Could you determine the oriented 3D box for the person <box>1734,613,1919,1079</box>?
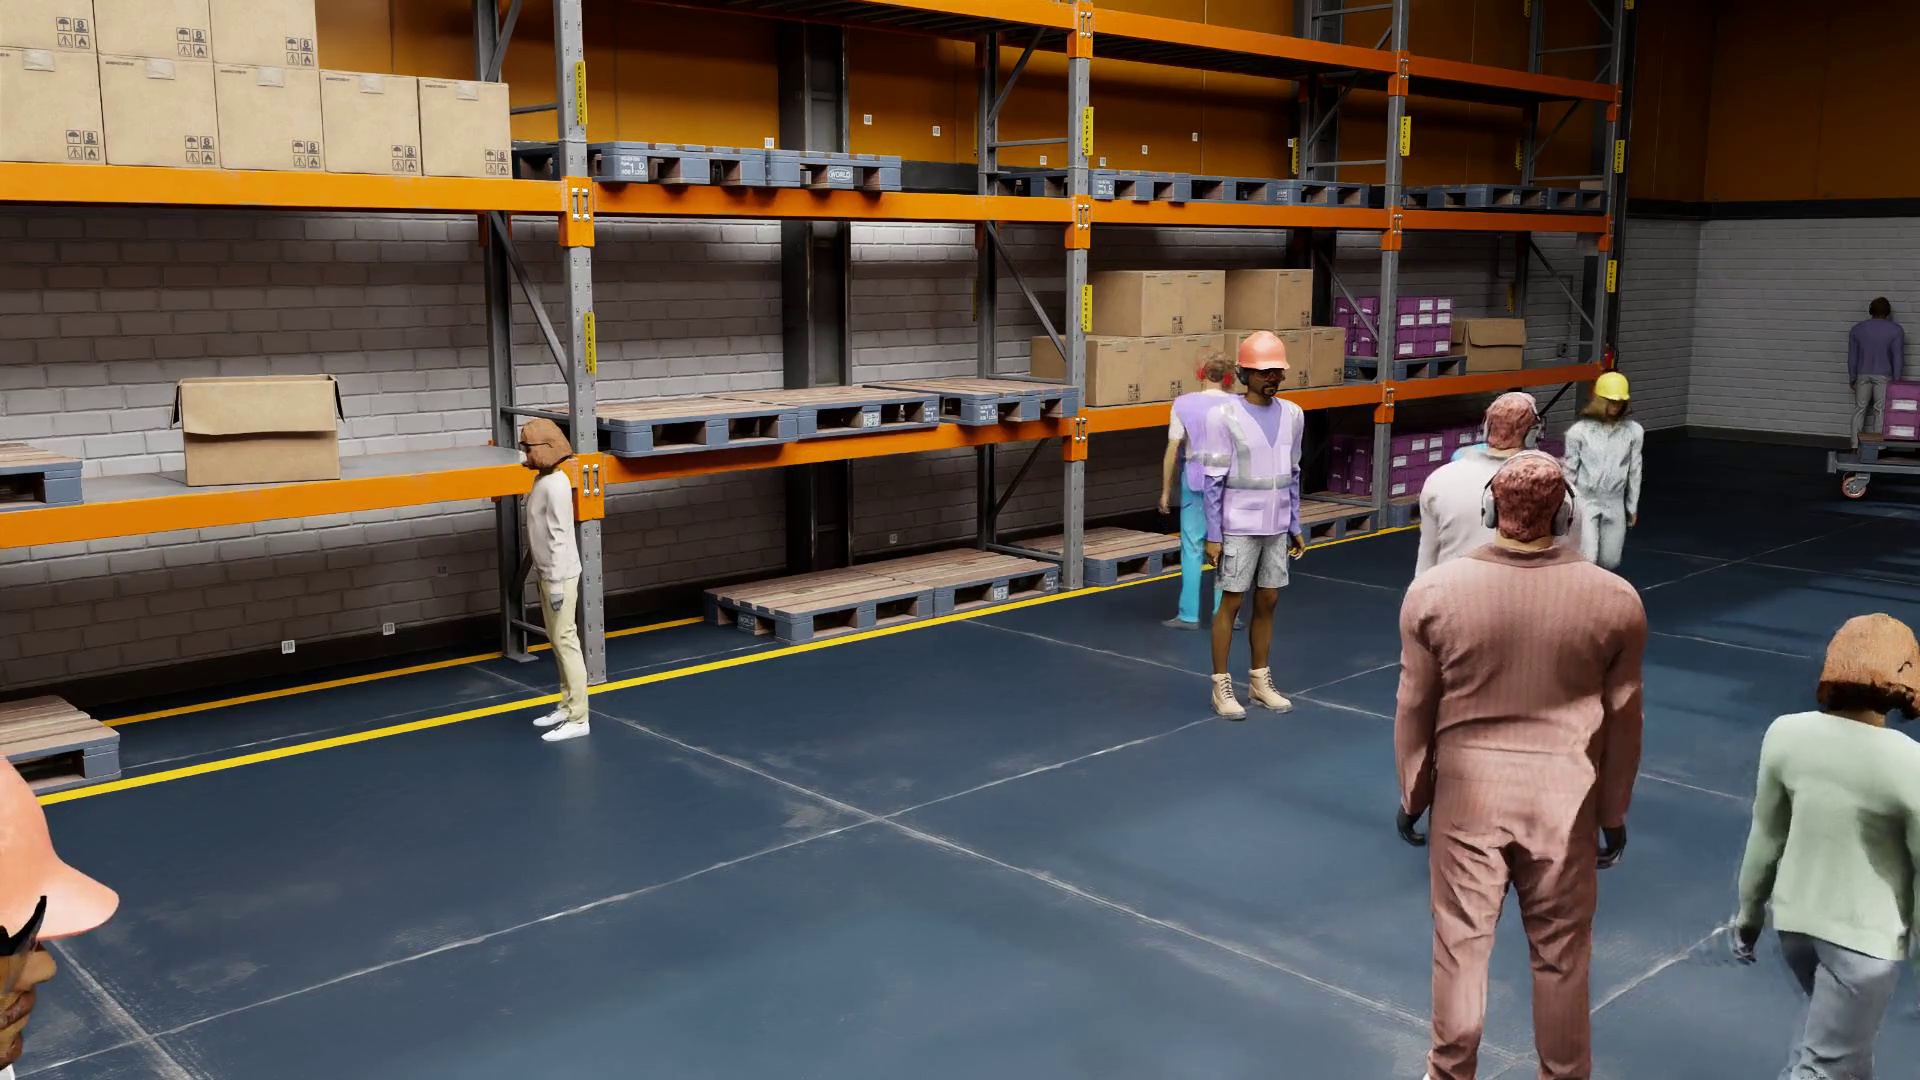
[{"bbox_3d":[2.094,0.961,4.028,0.828,1.587,0.519,-4,10,-22],"label":"person"}]

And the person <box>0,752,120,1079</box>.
[{"bbox_3d":[-0.993,1.161,1.607,0.447,2.030,0.622,-2,10,-9],"label":"person"}]

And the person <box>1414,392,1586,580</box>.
[{"bbox_3d":[2.243,0.334,6.836,0.668,1.883,0.664,7,12,35],"label":"person"}]

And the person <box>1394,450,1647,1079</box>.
[{"bbox_3d":[1.527,0.705,4.601,0.642,1.909,0.399,3,10,17],"label":"person"}]

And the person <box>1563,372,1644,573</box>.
[{"bbox_3d":[4.074,-0.238,10.676,0.502,1.713,0.645,0,10,-1],"label":"person"}]

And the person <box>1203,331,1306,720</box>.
[{"bbox_3d":[1.569,-0.074,8.765,0.616,2.041,0.380,-5,11,-26],"label":"person"}]

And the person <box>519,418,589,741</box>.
[{"bbox_3d":[-2.061,0.197,8.415,0.282,1.629,0.499,-4,10,-21],"label":"person"}]

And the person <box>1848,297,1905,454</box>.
[{"bbox_3d":[11.127,-1.981,20.236,0.372,1.940,0.630,-9,13,-41],"label":"person"}]

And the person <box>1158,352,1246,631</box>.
[{"bbox_3d":[1.610,-0.295,10.778,0.636,1.812,0.411,-2,10,-11],"label":"person"}]

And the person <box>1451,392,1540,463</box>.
[{"bbox_3d":[3.059,-0.003,9.446,0.549,1.661,0.822,4,11,23],"label":"person"}]
